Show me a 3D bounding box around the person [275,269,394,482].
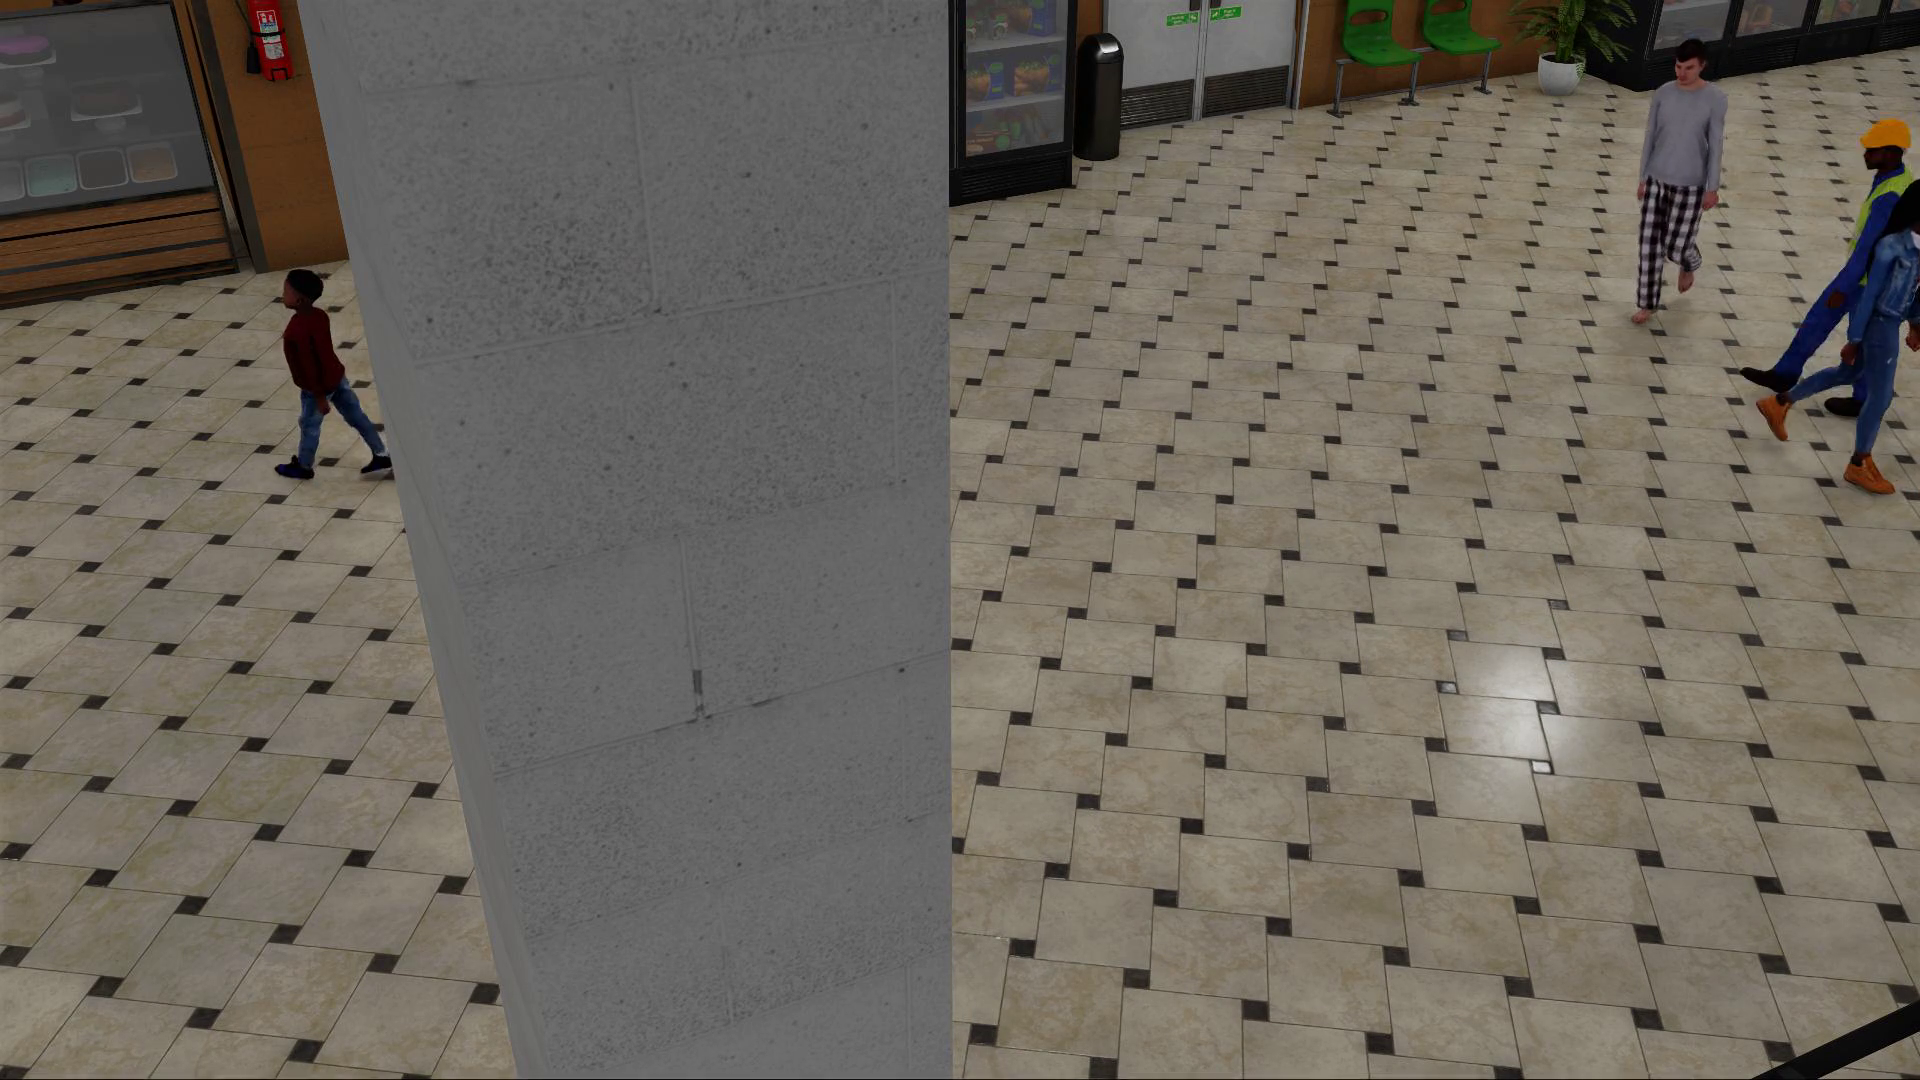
[{"bbox_3d":[-3.356,-0.854,8.921,0.836,1.231,0.893,2,32,3],"label":"person"}]

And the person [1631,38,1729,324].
[{"bbox_3d":[4.653,-2.326,10.730,0.991,1.821,0.971,21,38,30],"label":"person"}]

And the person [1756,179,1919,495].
[{"bbox_3d":[4.851,-1.152,8.971,0.871,1.685,1.165,-27,41,-36],"label":"person"}]

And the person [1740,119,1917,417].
[{"bbox_3d":[5.235,-1.482,9.415,1.169,1.776,1.085,16,35,24],"label":"person"}]
